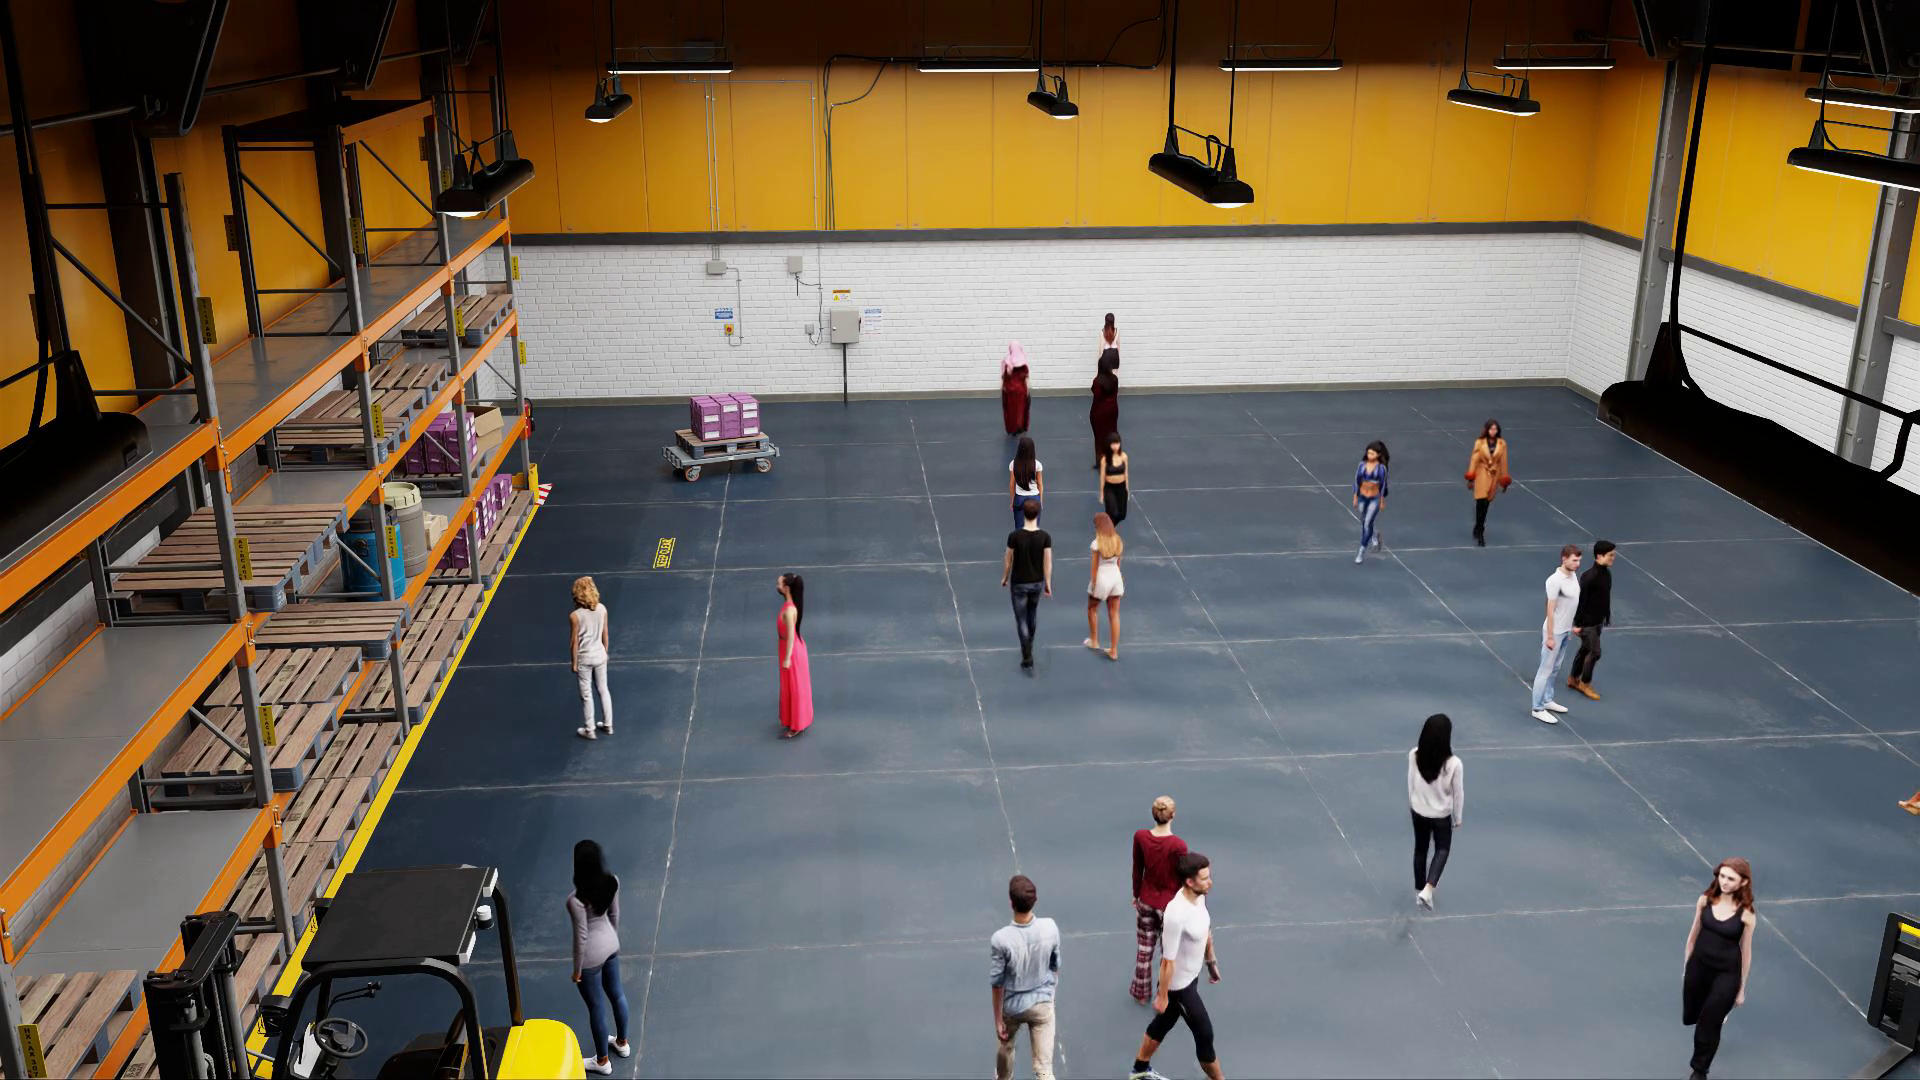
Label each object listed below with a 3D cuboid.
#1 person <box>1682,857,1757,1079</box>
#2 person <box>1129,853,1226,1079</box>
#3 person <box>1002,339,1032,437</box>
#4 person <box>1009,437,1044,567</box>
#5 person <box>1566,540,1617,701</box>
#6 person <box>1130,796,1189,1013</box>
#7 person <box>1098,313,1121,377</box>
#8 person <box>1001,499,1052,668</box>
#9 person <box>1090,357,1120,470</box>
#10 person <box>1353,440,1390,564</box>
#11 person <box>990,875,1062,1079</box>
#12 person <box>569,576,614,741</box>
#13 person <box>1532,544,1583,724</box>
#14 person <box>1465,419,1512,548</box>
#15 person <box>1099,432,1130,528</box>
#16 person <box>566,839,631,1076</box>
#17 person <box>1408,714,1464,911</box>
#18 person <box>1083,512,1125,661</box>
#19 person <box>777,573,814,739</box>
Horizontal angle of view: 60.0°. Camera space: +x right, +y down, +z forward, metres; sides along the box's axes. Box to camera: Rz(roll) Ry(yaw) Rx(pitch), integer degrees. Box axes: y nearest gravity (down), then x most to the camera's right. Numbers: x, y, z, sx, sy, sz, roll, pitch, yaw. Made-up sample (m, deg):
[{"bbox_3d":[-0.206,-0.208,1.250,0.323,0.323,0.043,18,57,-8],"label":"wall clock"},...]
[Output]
[{"bbox_3d":[5.176,2.906,11.296,0.948,1.732,0.972,18,25,42],"label":"person"},{"bbox_3d":[1.398,2.921,11.129,1.103,1.810,1.205,8,20,22],"label":"person"},{"bbox_3d":[0.906,-2.506,27.506,0.696,1.642,0.693,1,19,4],"label":"person"},{"bbox_3d":[0.853,-0.455,21.210,0.646,1.775,0.617,4,19,12],"label":"person"},{"bbox_3d":[6.596,0.805,17.567,0.828,1.711,0.879,-17,25,-41],"label":"person"},{"bbox_3d":[1.464,2.638,12.144,0.697,1.697,0.727,11,22,30],"label":"person"},{"bbox_3d":[2.666,-3.240,29.677,0.600,1.648,0.579,-6,19,-17],"label":"person"},{"bbox_3d":[0.735,0.503,18.204,0.736,1.877,1.105,-4,19,-11],"label":"person"},{"bbox_3d":[2.250,-1.969,25.734,0.767,1.756,0.794,-15,24,-38],"label":"person"},{"bbox_3d":[5.368,-0.517,21.680,1.003,1.591,1.083,14,23,35],"label":"person"},{"bbox_3d":[0.462,3.069,10.690,0.712,1.810,1.259,-3,19,-10],"label":"person"},{"bbox_3d":[-3.679,1.166,16.557,0.729,1.671,0.674,16,24,39],"label":"person"},{"bbox_3d":[6.097,0.921,16.997,0.776,1.855,0.718,15,24,38],"label":"person"},{"bbox_3d":[7.053,-0.797,22.351,0.815,1.694,1.041,1,19,4],"label":"person"},{"bbox_3d":[2.023,-0.651,22.015,0.623,1.630,0.781,-4,19,-12],"label":"person"},{"bbox_3d":[-2.487,2.852,11.449,0.748,1.736,0.643,10,21,27],"label":"person"},{"bbox_3d":[3.763,2.224,13.389,0.832,1.689,0.904,12,22,32],"label":"person"},{"bbox_3d":[1.659,0.535,18.440,0.724,1.666,0.856,-6,19,-17],"label":"person"},{"bbox_3d":[-1.666,1.137,16.556,0.697,1.727,0.538,1,19,2],"label":"person"}]
